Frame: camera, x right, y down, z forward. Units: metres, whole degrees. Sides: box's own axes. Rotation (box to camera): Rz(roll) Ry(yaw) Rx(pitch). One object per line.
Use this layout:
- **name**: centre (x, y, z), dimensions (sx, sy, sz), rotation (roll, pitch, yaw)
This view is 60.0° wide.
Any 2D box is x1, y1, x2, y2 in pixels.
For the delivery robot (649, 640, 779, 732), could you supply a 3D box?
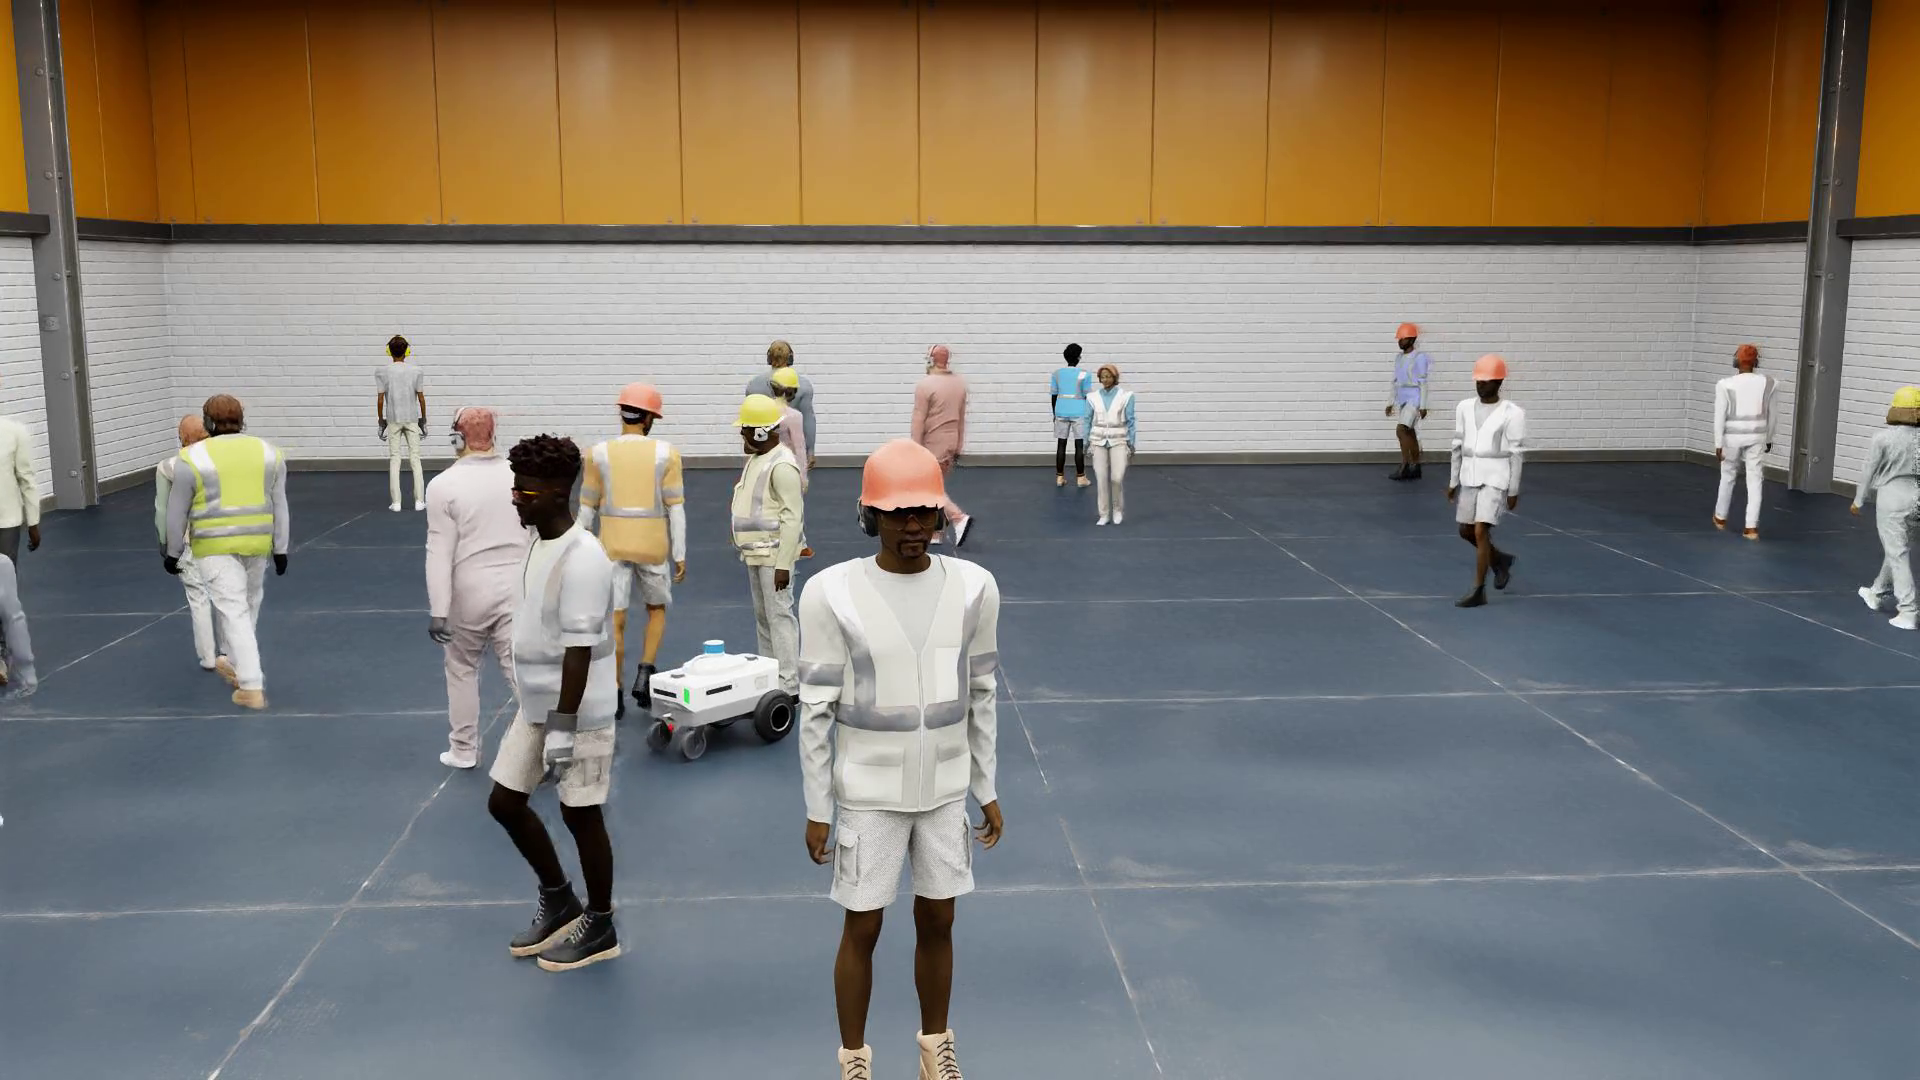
- **delivery robot**: centre (-1.301, 0.777, 8.838), dimensions (0.477, 0.478, 0.707), rotation (8, 12, 39)

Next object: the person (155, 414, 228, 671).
- **person**: centre (-4.859, -0.002, 10.660), dimensions (0.540, 1.614, 0.674), rotation (-5, 10, -29)

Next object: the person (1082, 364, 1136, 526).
- **person**: centre (1.472, -0.935, 16.533), dimensions (0.536, 1.623, 0.387), rotation (3, 10, 18)

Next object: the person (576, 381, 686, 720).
- **person**: centre (-1.882, 0.063, 9.411), dimensions (0.658, 1.904, 0.443), rotation (-2, 9, -10)

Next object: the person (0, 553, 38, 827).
- **person**: centre (-4.264, 0.551, 7.214), dimensions (0.538, 1.608, 0.649), rotation (1, 9, 4)

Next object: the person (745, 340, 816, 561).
- **person**: centre (-1.556, -0.782, 14.588), dimensions (0.632, 1.940, 0.372), rotation (2, 9, 14)

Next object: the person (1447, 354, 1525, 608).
- **person**: centre (4.028, -0.461, 12.651), dimensions (0.725, 1.916, 0.560), rotation (-8, 12, -40)

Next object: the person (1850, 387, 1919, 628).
- **person**: centre (6.756, -0.252, 12.022), dimensions (0.491, 1.694, 0.910), rotation (0, 9, 0)

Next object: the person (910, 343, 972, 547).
- **person**: centre (-0.181, -0.853, 15.203), dimensions (0.705, 1.884, 0.658), rotation (6, 11, 33)

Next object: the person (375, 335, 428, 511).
- **person**: centre (-5.918, -1.234, 17.646), dimensions (0.514, 1.872, 0.328), rotation (-3, 10, -19)

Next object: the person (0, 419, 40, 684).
- **person**: centre (-6.037, -0.088, 10.202), dimensions (0.643, 1.938, 1.025), rotation (-3, 10, -19)

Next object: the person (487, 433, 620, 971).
- **person**: centre (-1.448, 0.595, 5.898), dimensions (0.505, 1.947, 0.619), rotation (-7, 11, -38)

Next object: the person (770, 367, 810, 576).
- **person**: centre (-1.466, -0.544, 13.686), dimensions (0.520, 1.753, 0.391), rotation (9, 13, 44)

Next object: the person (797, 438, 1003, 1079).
- **person**: centre (-0.157, 0.721, 4.822), dimensions (0.614, 2.043, 0.374), rotation (-4, 10, -21)

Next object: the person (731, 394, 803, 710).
- **person**: centre (-1.107, 0.078, 9.529), dimensions (0.404, 1.826, 0.600), rotation (-4, 10, -24)

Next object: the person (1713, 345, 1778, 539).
- **person**: centre (7.545, -0.956, 16.022), dimensions (0.593, 1.829, 1.008), rotation (2, 9, 13)

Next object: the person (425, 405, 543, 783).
- **person**: centre (-2.298, 0.273, 8.214), dimensions (0.675, 1.876, 0.887), rotation (-9, 12, -43)

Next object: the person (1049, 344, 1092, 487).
- **person**: centre (1.319, -1.471, 19.670), dimensions (0.537, 1.696, 0.321), rotation (4, 10, 26)

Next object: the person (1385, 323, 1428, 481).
- **person**: centre (5.408, -1.674, 20.247), dimensions (0.699, 1.913, 0.551), rotation (-2, 9, -15)

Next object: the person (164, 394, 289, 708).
- **person**: centre (-4.348, 0.045, 9.804), dimensions (0.922, 1.796, 0.638), rotation (8, 12, 41)
